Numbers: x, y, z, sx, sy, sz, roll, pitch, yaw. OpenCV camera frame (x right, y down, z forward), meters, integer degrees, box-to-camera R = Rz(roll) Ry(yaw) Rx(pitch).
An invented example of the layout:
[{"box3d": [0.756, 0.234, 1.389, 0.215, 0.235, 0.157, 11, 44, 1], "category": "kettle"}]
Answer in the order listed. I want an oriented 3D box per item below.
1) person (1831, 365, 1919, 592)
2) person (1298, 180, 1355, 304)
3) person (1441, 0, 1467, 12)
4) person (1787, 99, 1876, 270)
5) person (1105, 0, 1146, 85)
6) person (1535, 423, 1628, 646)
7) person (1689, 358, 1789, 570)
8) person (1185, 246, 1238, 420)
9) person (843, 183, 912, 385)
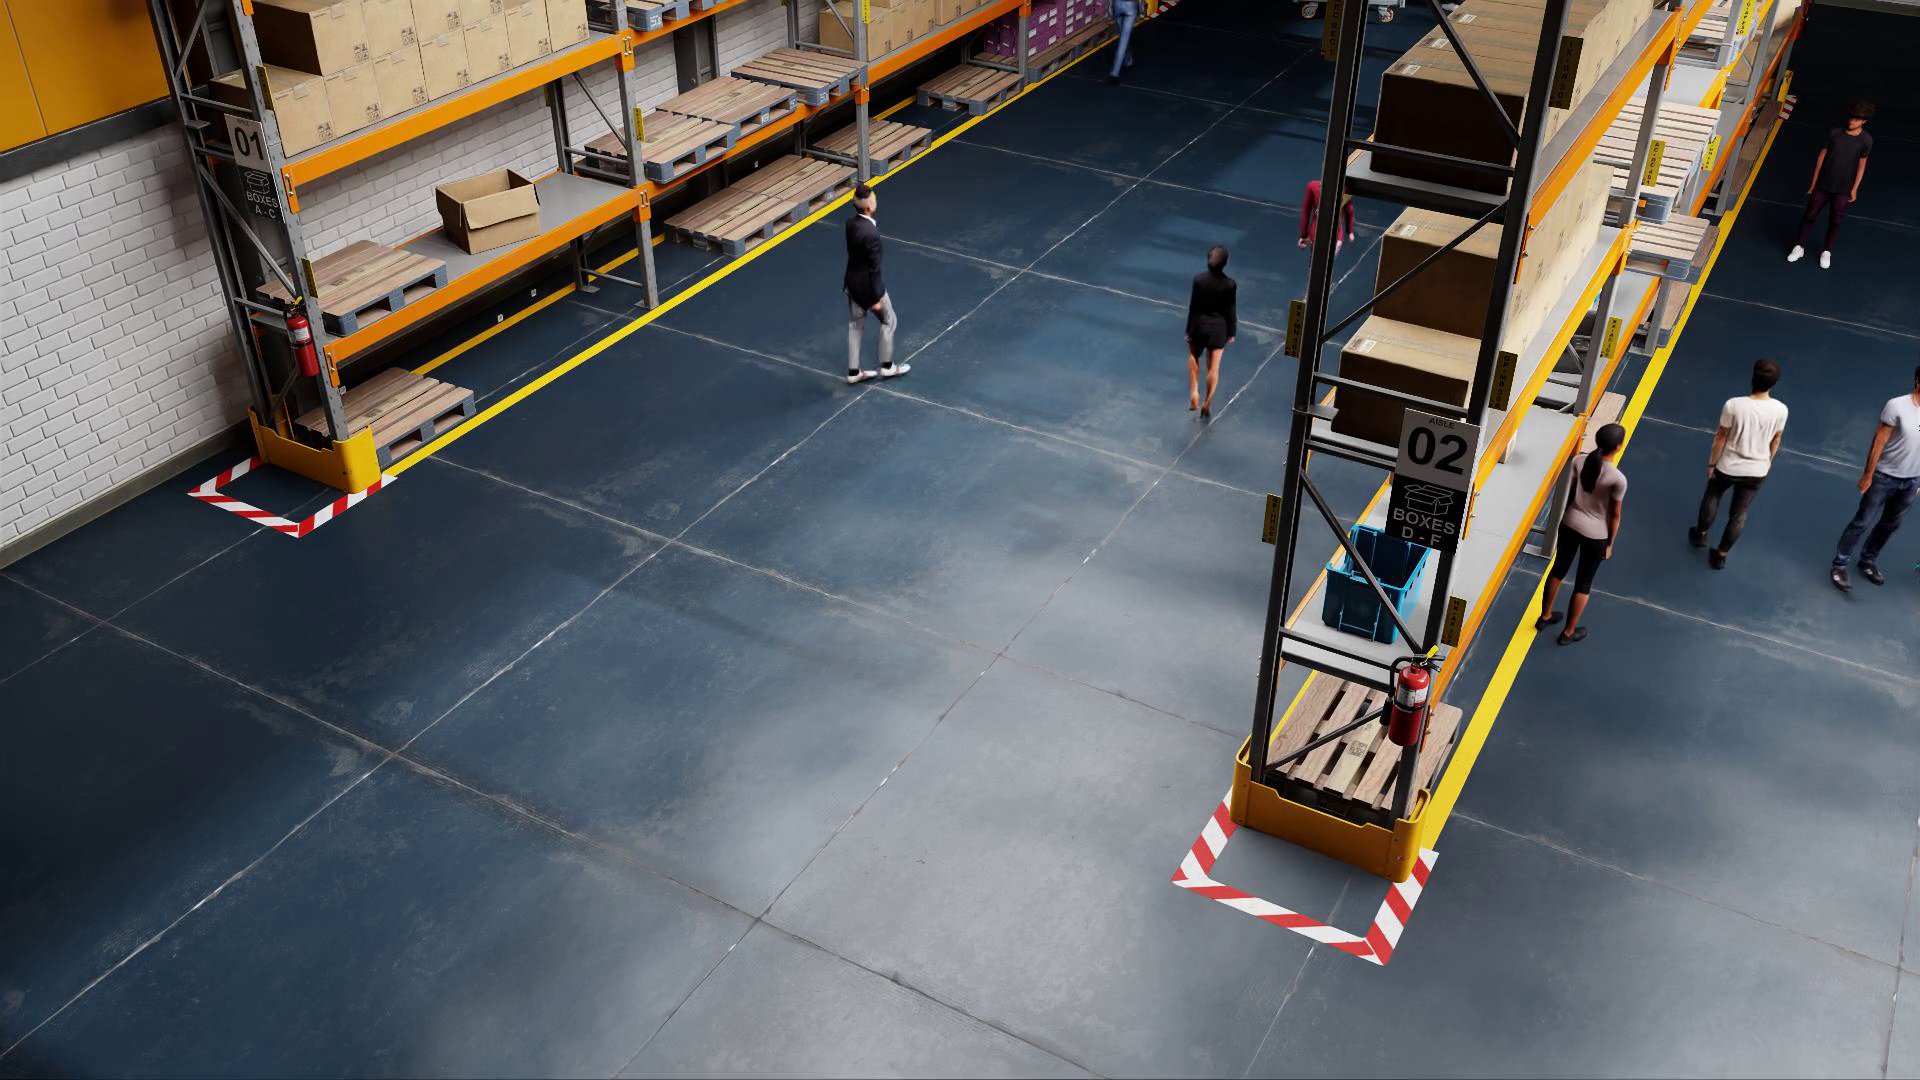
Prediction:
[{"box3d": [6.973, -0.497, 12.425, 0.750, 1.865, 0.779, -2, 34, -3], "category": "person"}, {"box3d": [3.550, -2.923, 16.271, 0.664, 1.649, 1.092, 20, 39, 28], "category": "person"}, {"box3d": [7.677, -9.009, 25.175, 0.660, 1.929, 0.817, -22, 40, -30], "category": "person"}, {"box3d": [9.159, -3.750, 17.396, 0.624, 1.780, 0.564, 19, 38, 26], "category": "person"}, {"box3d": [2.187, -6.984, 22.301, 0.685, 1.736, 1.158, 16, 37, 22], "category": "person"}, {"box3d": [4.445, -0.054, 11.868, 0.660, 1.744, 0.665, -23, 40, -30], "category": "person"}, {"box3d": [5.945, -0.537, 12.628, 0.724, 1.707, 0.816, 10, 35, 15], "category": "person"}, {"box3d": [2.171, -1.772, 14.555, 0.660, 1.631, 0.676, 7, 34, 11], "category": "person"}, {"box3d": [-0.941, -2.295, 15.066, 1.010, 1.937, 0.938, -19, 38, -26], "category": "person"}]
